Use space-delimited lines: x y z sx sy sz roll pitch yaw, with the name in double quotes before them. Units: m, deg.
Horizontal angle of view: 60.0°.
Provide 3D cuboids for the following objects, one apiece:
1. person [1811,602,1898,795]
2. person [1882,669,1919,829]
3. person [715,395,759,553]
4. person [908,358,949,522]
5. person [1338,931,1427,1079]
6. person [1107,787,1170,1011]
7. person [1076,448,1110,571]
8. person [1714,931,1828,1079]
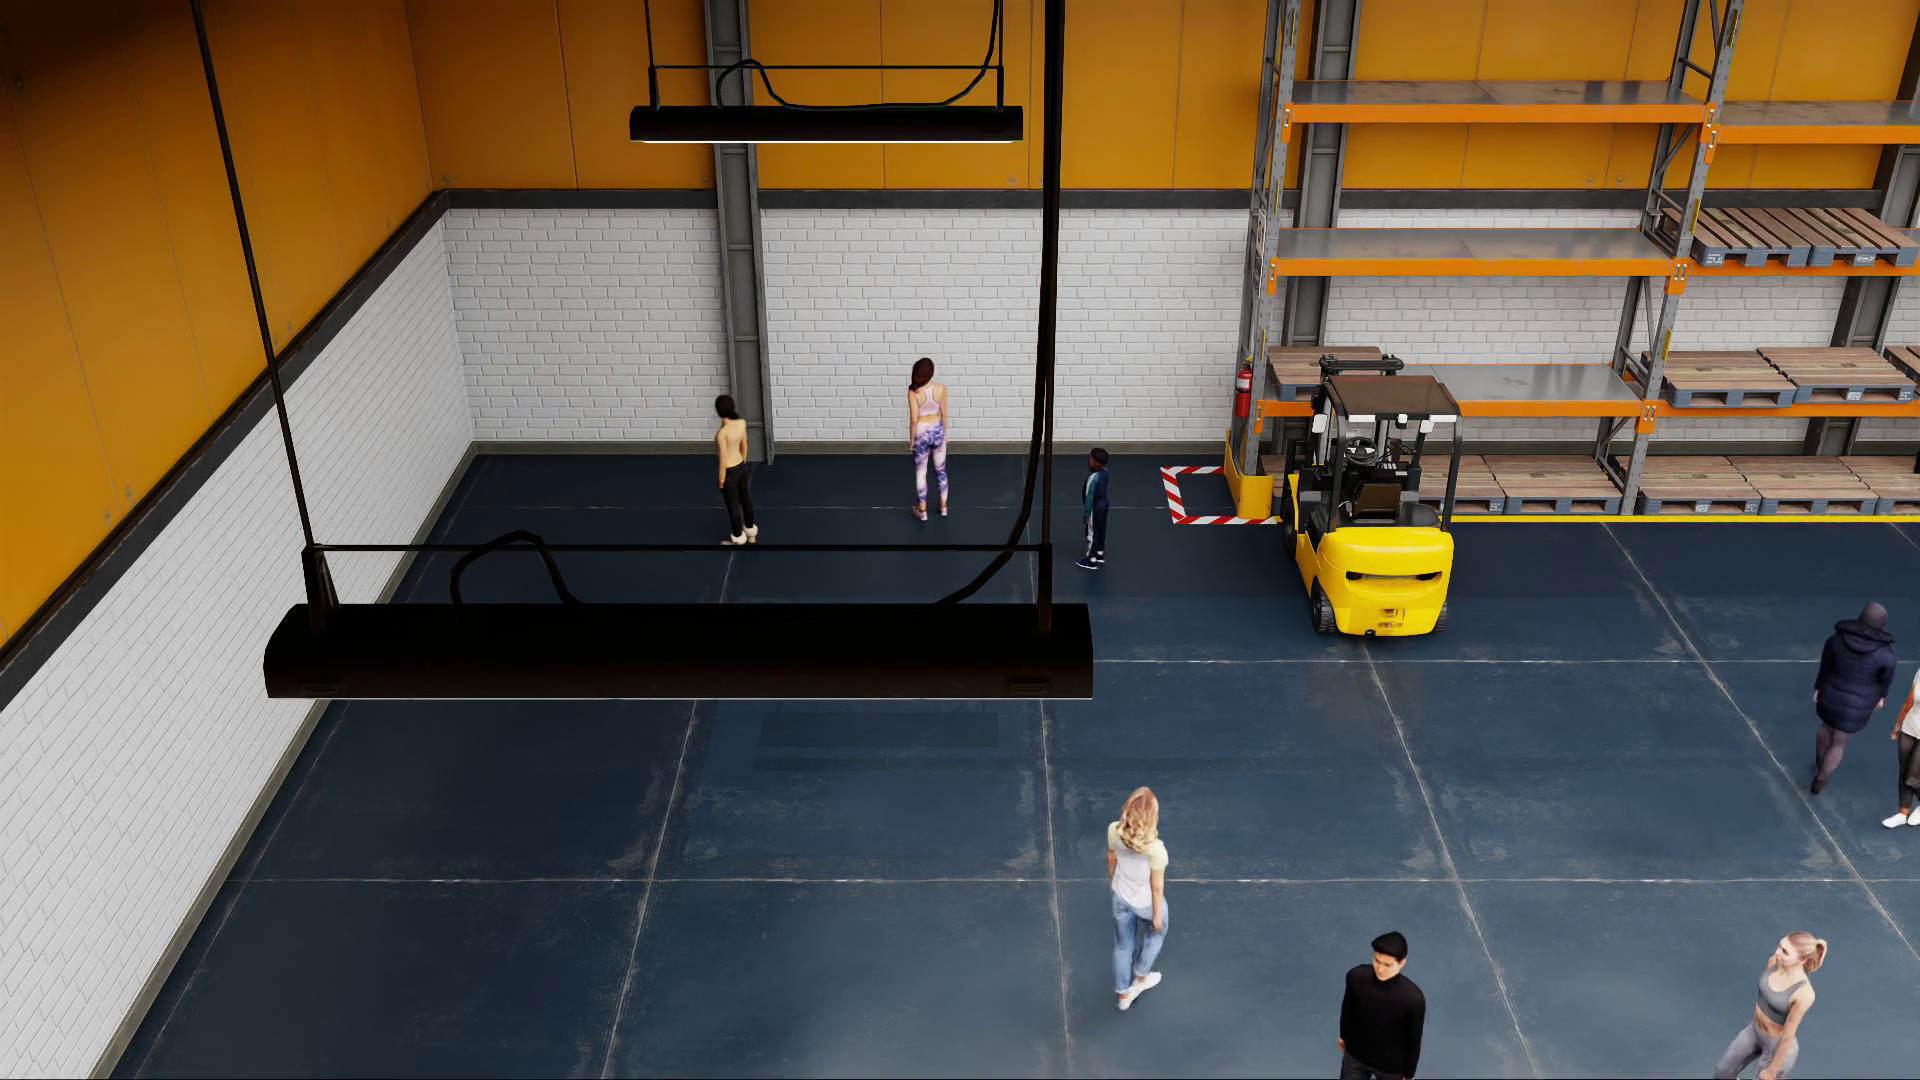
"person" 6.877 1.268 12.937 0.920 1.658 0.982 26 38 38
"person" 7.363 1.471 12.590 0.713 1.633 0.670 -10 30 -18
"person" -2.246 -0.680 16.506 0.701 1.658 0.682 16 32 27
"person" -0.320 -1.043 17.059 0.584 1.768 0.727 -10 30 -17
"person" 2.488 2.971 9.790 1.115 1.682 1.082 17 33 29
"person" 1.094 2.387 10.829 0.786 1.712 0.853 22 35 34
"person" 1.333 -0.324 16.273 0.609 1.257 0.579 16 32 27
"person" 4.833 2.970 9.780 0.609 1.693 0.601 -4 29 -8
